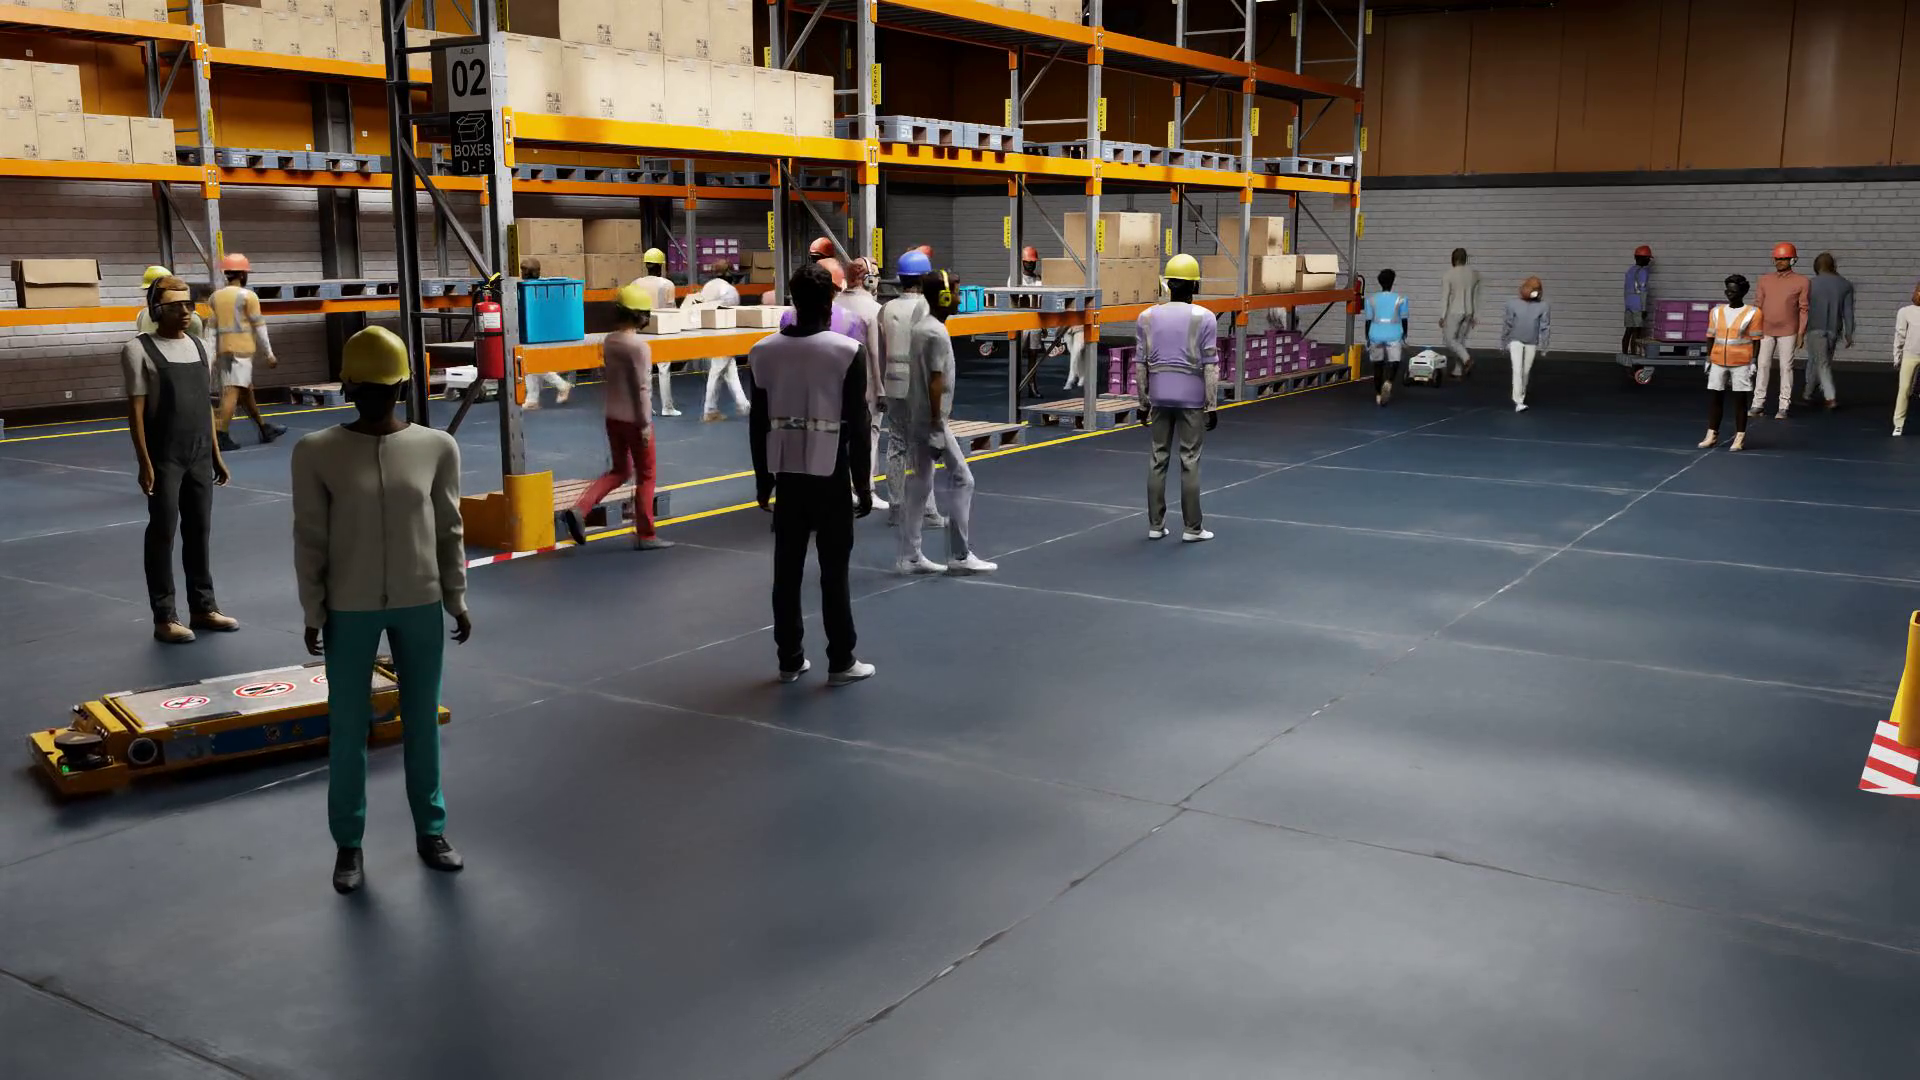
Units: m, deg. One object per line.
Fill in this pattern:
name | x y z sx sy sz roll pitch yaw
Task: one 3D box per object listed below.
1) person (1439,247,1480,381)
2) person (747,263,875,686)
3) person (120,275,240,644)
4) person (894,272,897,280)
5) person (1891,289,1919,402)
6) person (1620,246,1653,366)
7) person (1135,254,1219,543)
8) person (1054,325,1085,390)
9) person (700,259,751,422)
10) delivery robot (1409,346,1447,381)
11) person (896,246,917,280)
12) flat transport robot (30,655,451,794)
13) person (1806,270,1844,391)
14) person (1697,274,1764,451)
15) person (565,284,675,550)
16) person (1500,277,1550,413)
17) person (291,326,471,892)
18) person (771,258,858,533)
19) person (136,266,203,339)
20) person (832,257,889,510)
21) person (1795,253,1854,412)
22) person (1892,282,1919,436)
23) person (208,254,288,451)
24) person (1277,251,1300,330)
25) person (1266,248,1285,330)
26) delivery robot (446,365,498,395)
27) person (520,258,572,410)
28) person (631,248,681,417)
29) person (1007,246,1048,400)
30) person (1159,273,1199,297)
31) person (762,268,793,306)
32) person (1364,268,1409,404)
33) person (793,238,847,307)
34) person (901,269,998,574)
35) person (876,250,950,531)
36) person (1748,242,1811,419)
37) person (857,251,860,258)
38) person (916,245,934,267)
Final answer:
person | 7.180 -3.207 23.746 0.647 1.918 0.634 -5 11 -24
person | -0.678 -0.289 7.568 0.589 1.920 0.399 4 11 22
person | -3.959 -0.412 8.452 0.345 1.847 0.504 5 11 24
person | -0.847 -4.106 28.959 0.589 1.834 0.404 4 11 20
person | 12.069 -2.581 20.618 0.674 1.801 0.592 3 11 14
person | 10.816 -3.720 26.548 0.376 1.932 0.543 -1 10 -7
person | 1.462 -0.941 11.159 0.585 1.928 0.368 6 12 30
person | 1.592 -2.866 22.737 0.521 1.599 0.859 6 12 31
person | -2.552 -2.243 18.721 0.913 1.796 0.659 -8 13 -37
delivery robot | 6.481 -2.441 23.015 0.477 0.478 0.707 7 12 32
person | -0.674 -3.173 23.498 0.630 1.940 0.370 8 13 38
flat transport robot | -2.851 0.703 6.638 1.431 0.197 0.652 -8 13 -37
person | 11.559 -2.787 22.198 0.508 1.632 0.264 -2 10 -9
person | 7.428 -1.701 16.006 0.321 1.695 0.537 -9 13 -40
person | -2.206 -0.769 10.721 0.646 1.741 0.539 -9 14 -42
person | 6.627 -2.283 19.512 0.526 1.589 0.857 1 10 6
person | -1.806 0.212 5.236 0.523 1.761 0.328 -6 12 -30
person | -1.021 -0.976 11.456 0.630 1.899 0.437 -3 11 -17
person | -6.250 -1.249 13.170 0.589 1.823 0.404 3 11 16
person | -0.727 -1.168 12.513 0.403 1.900 0.646 -8 13 -39
person | 10.282 -2.471 19.815 0.645 1.874 1.110 0 10 0
person | 9.881 -1.864 17.123 0.491 1.626 0.282 4 11 23
person | -6.981 -1.832 16.208 0.549 1.883 1.006 5 11 24
person | 4.915 -3.413 25.009 0.505 1.870 0.592 -1 10 -3
person | 5.005 -3.590 25.698 0.660 1.992 0.655 8 13 37
delivery robot | -6.099 -2.053 20.864 0.707 0.478 0.477 5 11 28
person | -5.015 -2.451 19.832 0.550 1.819 0.646 -7 12 -35
person | -3.494 -2.372 19.101 0.601 1.925 0.378 3 11 17
person | 0.868 -2.751 21.157 0.543 1.939 0.360 -4 11 -23
person | 3.016 -3.051 23.119 0.627 1.836 0.428 0 10 3
person | -2.129 -2.455 20.077 0.525 1.737 0.773 -1 10 -6
person | 5.192 -2.474 20.321 0.543 1.682 0.631 4 11 23
person | -1.363 -1.985 16.621 0.609 2.044 0.374 4 11 21
person | -0.046 -0.695 10.024 0.699 1.847 0.567 -3 11 -17
person | -0.324 -1.040 11.644 0.605 1.950 0.381 9 14 42
person | 9.299 -2.373 18.901 0.379 1.996 0.611 -10 14 -43
person | -1.573 -3.949 28.049 0.326 1.856 0.498 -6 12 -29
person | -0.475 -2.646 20.518 0.635 1.971 0.906 5 11 24
